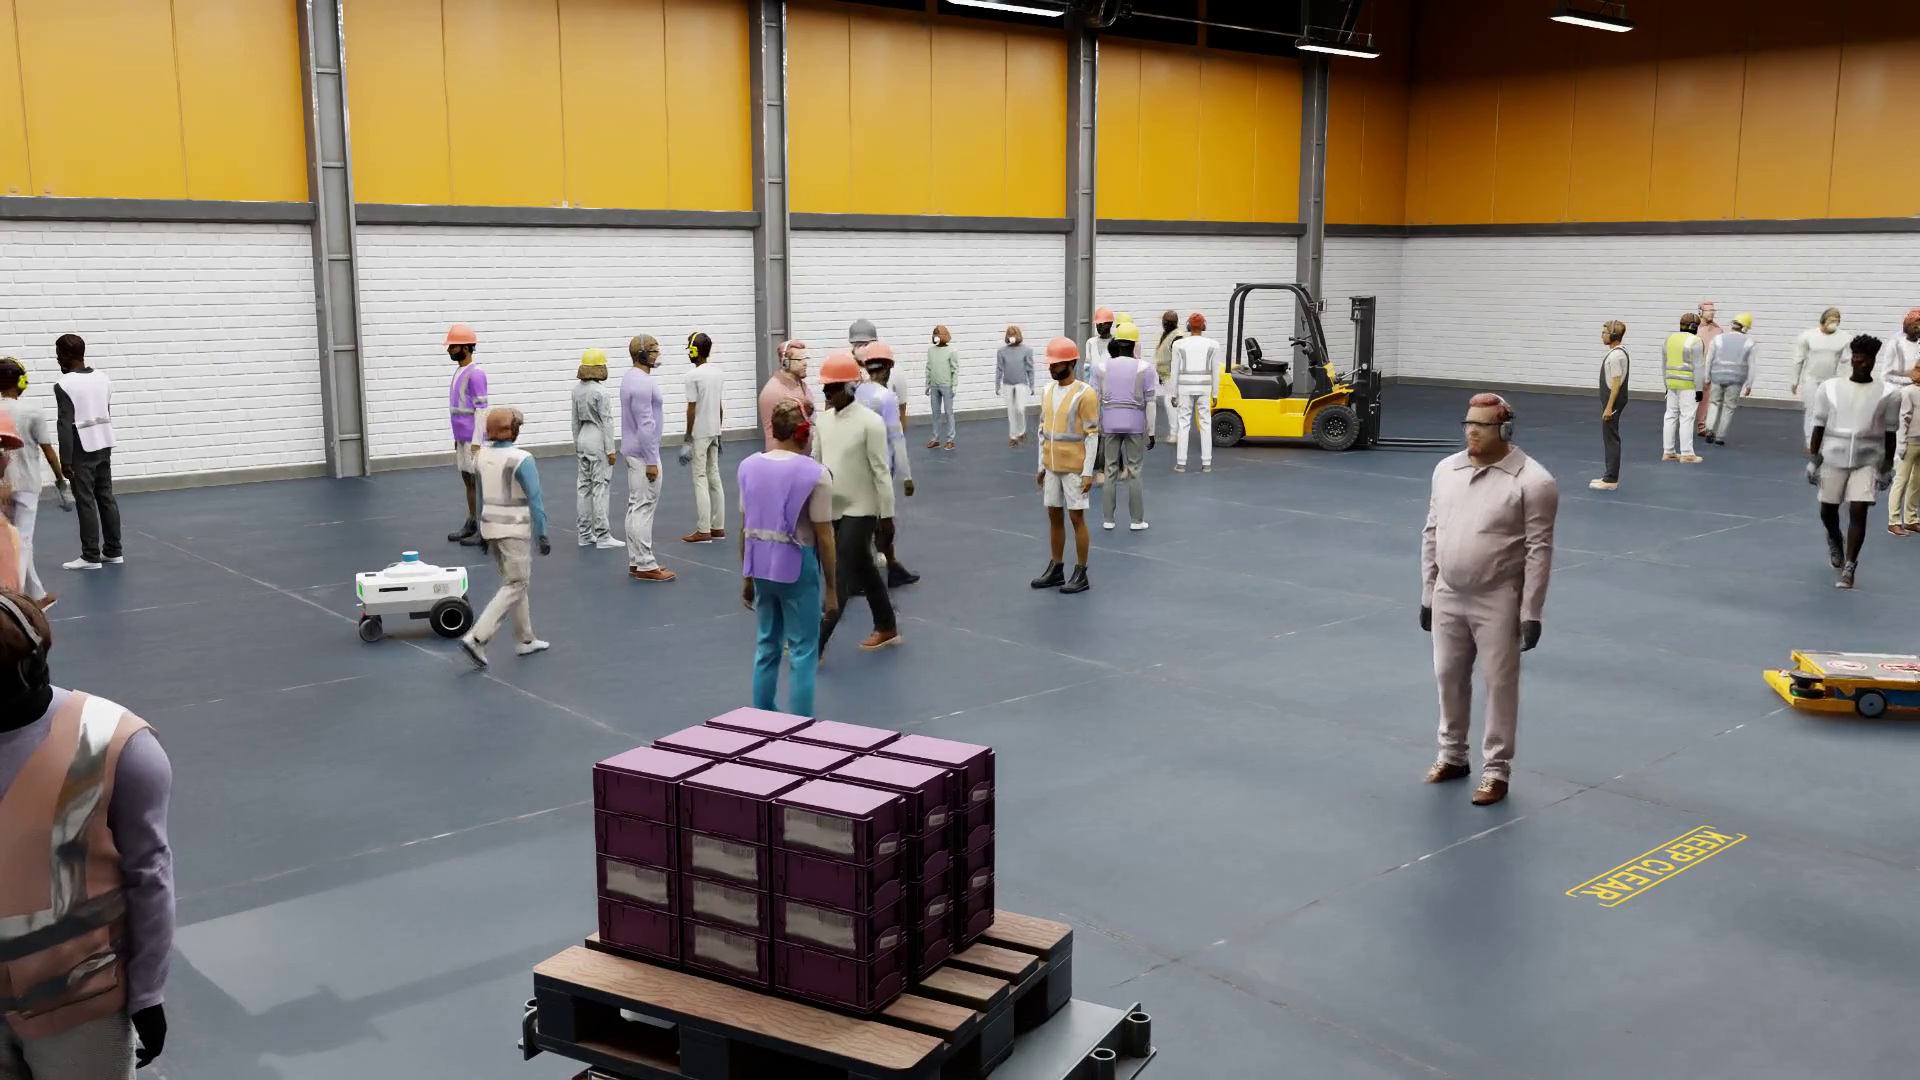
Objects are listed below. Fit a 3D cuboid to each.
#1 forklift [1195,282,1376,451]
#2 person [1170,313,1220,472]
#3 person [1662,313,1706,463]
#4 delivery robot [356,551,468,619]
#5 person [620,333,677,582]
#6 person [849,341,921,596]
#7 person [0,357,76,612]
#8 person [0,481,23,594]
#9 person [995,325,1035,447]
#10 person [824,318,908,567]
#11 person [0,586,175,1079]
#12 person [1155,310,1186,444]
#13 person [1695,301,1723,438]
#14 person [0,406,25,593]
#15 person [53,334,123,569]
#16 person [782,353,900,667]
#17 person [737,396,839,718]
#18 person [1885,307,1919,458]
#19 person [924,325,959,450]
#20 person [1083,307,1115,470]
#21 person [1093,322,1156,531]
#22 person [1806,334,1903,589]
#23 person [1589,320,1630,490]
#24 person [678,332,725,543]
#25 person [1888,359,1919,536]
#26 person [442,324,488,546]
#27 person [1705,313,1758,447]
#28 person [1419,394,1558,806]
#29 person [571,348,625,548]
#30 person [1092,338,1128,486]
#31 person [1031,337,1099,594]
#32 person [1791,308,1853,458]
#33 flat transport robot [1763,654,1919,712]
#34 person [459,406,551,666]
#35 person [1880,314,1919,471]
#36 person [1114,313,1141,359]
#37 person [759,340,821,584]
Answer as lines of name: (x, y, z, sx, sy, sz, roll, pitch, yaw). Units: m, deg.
forklift: (4.328, -2.346, 22.227, 2.313, 2.155, 1.214, 3, 10, 16)
person: (2.759, -1.726, 19.554, 0.573, 1.874, 0.355, 1, 10, 4)
person: (8.938, -1.874, 20.512, 0.429, 1.838, 0.622, -4, 10, -20)
delivery robot: (-3.669, 0.321, 11.131, 0.707, 0.478, 0.477, -4, 10, -20)
person: (-2.460, -0.641, 12.994, 0.372, 1.940, 0.627, -3, 10, -19)
person: (-0.542, -0.538, 12.512, 0.838, 1.887, 0.615, -7, 12, -35)
person: (-6.452, -0.345, 11.548, 0.543, 1.831, 0.871, 1, 10, 5)
person: (-4.197, 0.494, 7.221, 0.308, 1.641, 0.517, -2, 10, -13)
person: (0.719, -2.040, 22.095, 0.534, 1.618, 0.390, 3, 10, 20)
person: (-0.777, -0.782, 13.521, 0.681, 2.000, 0.536, 1, 10, 4)
person: (-2.050, 1.008, 3.644, 0.619, 1.838, 0.430, -1, 10, -7)
person: (2.891, -2.208, 22.581, 0.498, 1.806, 0.672, -1, 10, -9)
person: (10.357, -2.371, 23.204, 0.642, 1.913, 0.408, -2, 10, -13)
person: (-3.989, 0.421, 6.787, 0.501, 1.958, 0.741, -3, 10, -14)
person: (-7.092, -0.703, 13.518, 0.397, 1.888, 0.587, 2, 10, 9)
person: (-0.740, -0.201, 10.414, 1.053, 1.933, 0.659, -8, 13, -40)
person: (-0.884, 0.206, 8.334, 0.577, 1.839, 0.384, 6, 11, 32)
person: (11.833, -1.938, 20.680, 0.401, 1.907, 0.648, -9, 13, -41)
person: (-0.247, -2.005, 21.867, 0.507, 1.633, 0.277, 7, 12, 34)
person: (1.686, -1.759, 19.536, 0.551, 1.936, 0.356, 6, 11, 32)
person: (1.517, -1.042, 15.370, 0.595, 1.925, 0.375, 3, 10, 15)
person: (6.935, -0.635, 12.923, 0.616, 1.945, 0.815, 6, 11, 32)
person: (7.071, -1.463, 18.072, 0.332, 1.844, 0.517, 5, 11, 25)
person: (-2.296, -0.903, 14.752, 0.328, 1.866, 0.540, 5, 11, 26)
person: (8.721, -0.856, 15.137, 0.499, 1.634, 0.285, -4, 10, -21)
person: (-4.333, -0.920, 14.620, 0.361, 1.939, 0.543, -7, 12, -34)
person: (10.208, -2.111, 22.047, 0.635, 1.788, 0.468, 8, 12, 38)
person: (2.450, 0.282, 7.786, 0.481, 1.931, 0.674, -8, 13, -41)
person: (-3.167, -0.802, 14.501, 0.493, 1.743, 0.299, 8, 13, 39)
person: (1.735, -1.429, 18.451, 0.545, 1.646, 0.888, 7, 12, 37)
person: (0.775, -0.561, 12.533, 0.377, 1.932, 0.552, -9, 13, -42)
person: (10.826, -1.966, 20.899, 0.639, 1.877, 0.976, 2, 10, 12)
flat transport robot: (5.377, 0.813, 9.353, 1.431, 0.197, 0.652, 2, 10, 12)
person: (-2.850, -0.026, 10.326, 0.535, 1.611, 0.686, 7, 12, 36)
person: (11.253, -1.754, 19.813, 0.625, 1.853, 0.570, -1, 10, -7)
person: (2.218, -2.195, 22.596, 0.522, 1.768, 0.312, 9, 13, 42)
person: (-1.256, -0.558, 12.599, 0.403, 1.906, 0.651, 3, 10, 17)
